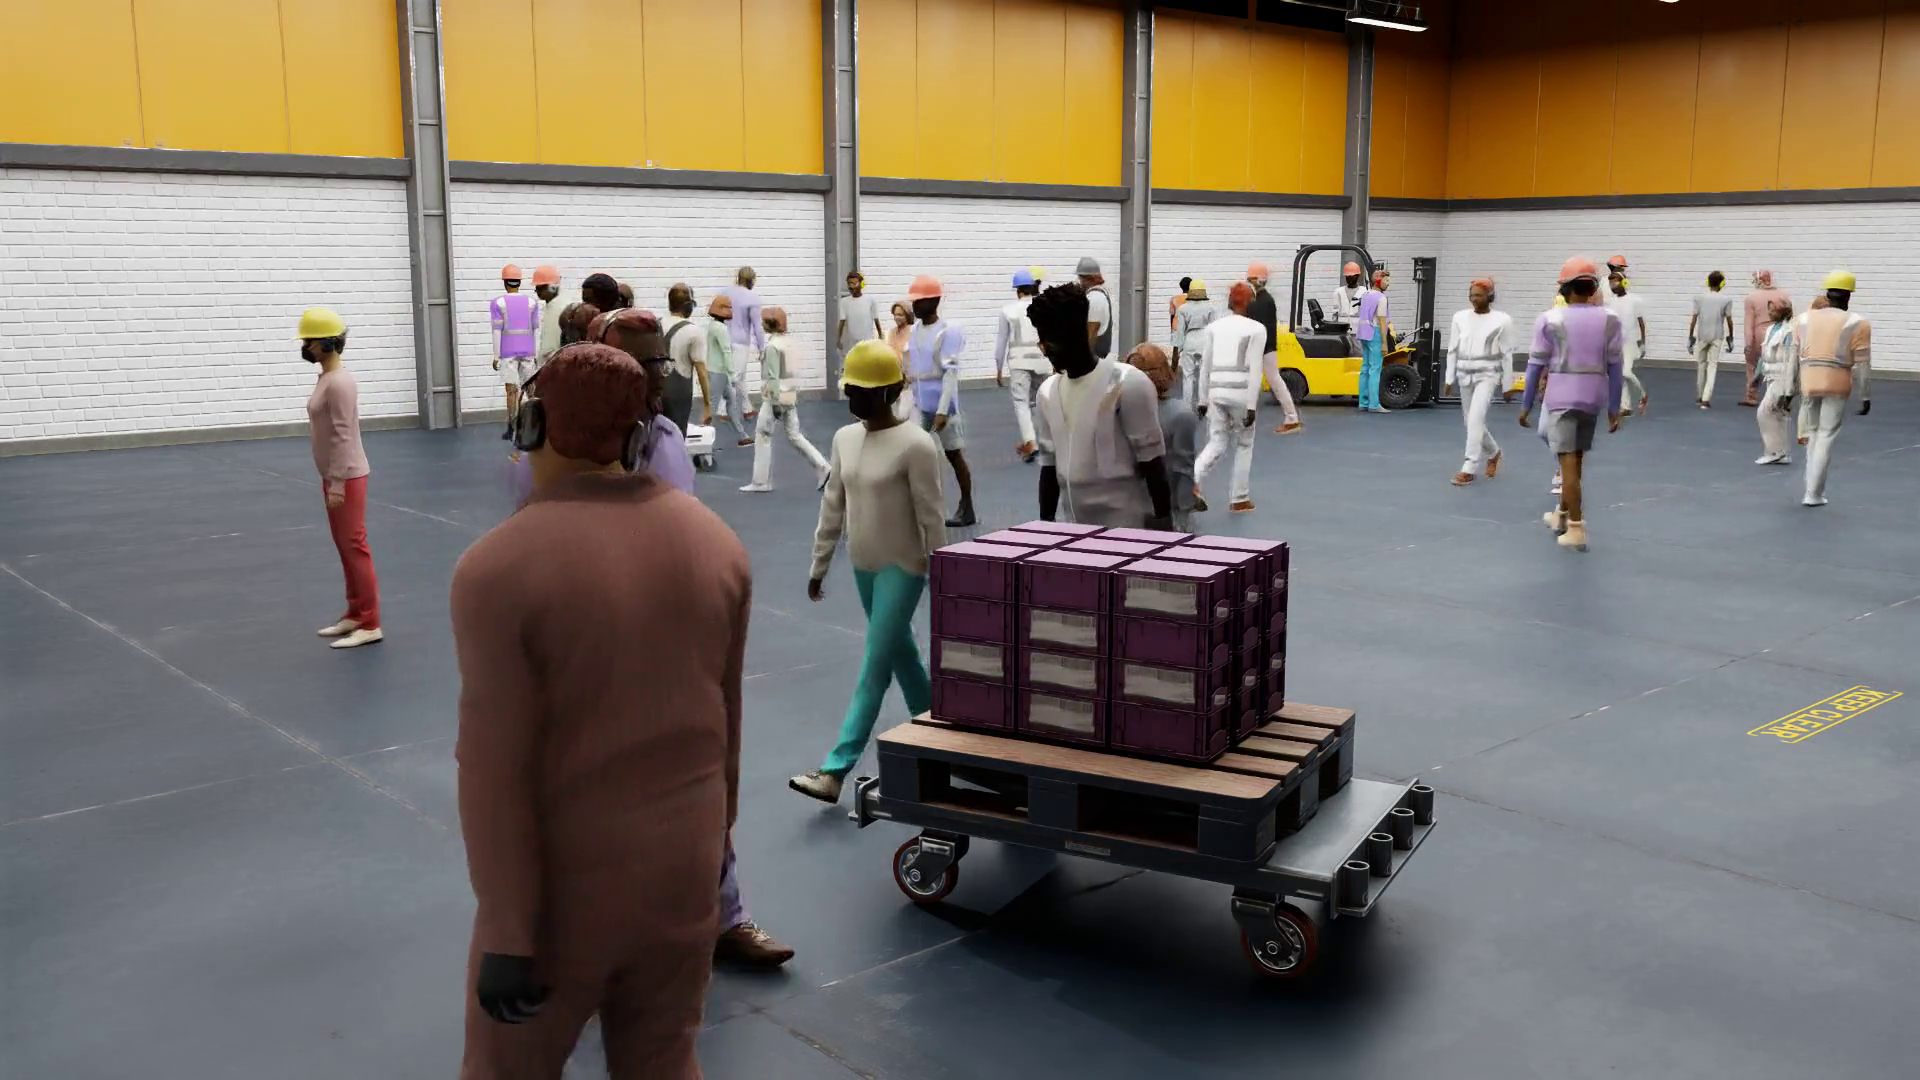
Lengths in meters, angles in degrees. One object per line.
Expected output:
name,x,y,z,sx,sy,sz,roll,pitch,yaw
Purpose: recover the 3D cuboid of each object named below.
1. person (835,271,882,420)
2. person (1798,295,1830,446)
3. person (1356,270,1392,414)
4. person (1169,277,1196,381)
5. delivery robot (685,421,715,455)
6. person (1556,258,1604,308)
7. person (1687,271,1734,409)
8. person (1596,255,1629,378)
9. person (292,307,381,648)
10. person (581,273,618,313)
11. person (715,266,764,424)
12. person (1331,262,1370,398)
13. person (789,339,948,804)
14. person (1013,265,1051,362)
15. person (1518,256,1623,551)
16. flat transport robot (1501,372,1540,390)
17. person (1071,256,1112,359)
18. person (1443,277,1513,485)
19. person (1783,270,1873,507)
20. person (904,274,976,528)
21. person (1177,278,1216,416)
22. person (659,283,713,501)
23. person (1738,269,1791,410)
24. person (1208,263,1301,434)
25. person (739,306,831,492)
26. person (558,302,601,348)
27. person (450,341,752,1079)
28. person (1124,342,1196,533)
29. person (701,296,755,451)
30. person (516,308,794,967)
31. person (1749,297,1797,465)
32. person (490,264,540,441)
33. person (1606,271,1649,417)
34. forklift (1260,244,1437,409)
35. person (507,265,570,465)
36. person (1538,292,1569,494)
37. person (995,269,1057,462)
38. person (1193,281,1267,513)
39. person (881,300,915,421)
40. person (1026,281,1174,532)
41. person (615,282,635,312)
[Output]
person,-1.244,-2.376,20.457,0.567,1.831,0.818,3,10,16
person,9.203,-1.807,17.802,0.640,1.601,0.346,-6,12,-32
person,5.330,-2.551,21.465,0.396,1.839,0.564,-2,10,-13
person,3.640,-3.400,26.879,0.524,1.690,0.320,4,10,20
delivery robot,-2.662,-0.948,15.560,0.707,0.478,0.477,-5,11,-25
person,8.057,-2.663,21.661,0.611,1.996,0.379,5,11,29
person,10.110,-2.683,22.343,0.532,1.814,0.981,8,12,38
person,10.732,-3.658,27.358,0.395,2.040,0.609,-6,11,-30
person,-3.247,-0.325,8.654,0.326,1.767,0.527,-5,11,-29
person,-2.177,-0.707,10.446,0.590,1.916,0.391,9,13,41
person,-2.649,-2.357,20.163,0.645,1.886,0.988,8,12,38
person,5.553,-2.975,23.661,0.552,1.935,0.374,5,11,25
person,-0.344,0.115,6.228,0.932,1.711,0.543,-9,13,-44
person,0.926,-2.418,20.459,0.603,1.913,0.587,5,11,28
person,4.243,-0.970,11.682,0.624,2.003,0.965,-1,10,-4
flat transport robot,8.690,-2.434,25.364,0.652,0.197,1.431,2,10,10
person,1.449,-2.098,18.222,0.661,2.000,0.700,2,10,11
person,4.694,-1.438,14.930,0.909,1.850,0.561,-8,13,-40
person,7.091,-1.228,13.509,0.681,1.903,0.623,-7,12,-37
person,-0.234,-0.991,12.193,0.567,1.882,0.993,10,14,44
person,2.991,-2.432,21.063,0.484,1.739,0.313,1,10,8
person,-2.157,-1.071,12.884,0.544,1.810,0.775,5,11,27
person,10.700,-2.654,22.047,0.669,1.857,0.977,0,10,1
person,3.406,-2.152,18.843,1.044,1.951,0.603,-2,10,-10
person,-1.485,-1.199,14.221,0.762,1.608,0.519,3,10,14
person,-1.897,-0.347,8.736,1.000,1.797,0.616,6,11,30
person,-0.624,0.588,2.997,0.425,1.871,0.665,8,13,40
person,0.929,-0.148,8.043,0.508,1.620,0.496,7,12,36
person,-2.386,-1.721,17.267,0.779,1.600,0.530,-3,10,-19
person,-0.861,0.311,4.602,0.864,1.874,0.642,6,12,33
person,7.833,-1.521,16.059,0.515,1.622,0.527,1,10,6
person,-4.893,-2.058,18.291,0.547,1.938,0.379,-6,12,-33
person,8.376,-2.457,20.926,0.528,1.830,0.576,-5,11,-29
forklift,5.256,-2.933,22.661,2.313,2.155,1.214,3,10,16
person,-3.794,-1.615,15.704,1.033,1.926,0.646,-6,11,-31
person,5.174,-1.257,14.170,0.448,1.749,0.527,-8,12,-38
person,0.686,-1.737,16.522,0.637,1.910,0.952,-3,10,-18
person,2.036,-1.087,12.925,0.588,1.847,0.815,9,13,41
person,-0.477,-1.438,15.583,0.505,1.618,0.705,8,12,38
person,0.522,-0.034,6.511,0.658,1.913,0.667,-7,12,-34
person,-2.797,-1.263,14.005,0.614,1.817,0.857,4,10,21
